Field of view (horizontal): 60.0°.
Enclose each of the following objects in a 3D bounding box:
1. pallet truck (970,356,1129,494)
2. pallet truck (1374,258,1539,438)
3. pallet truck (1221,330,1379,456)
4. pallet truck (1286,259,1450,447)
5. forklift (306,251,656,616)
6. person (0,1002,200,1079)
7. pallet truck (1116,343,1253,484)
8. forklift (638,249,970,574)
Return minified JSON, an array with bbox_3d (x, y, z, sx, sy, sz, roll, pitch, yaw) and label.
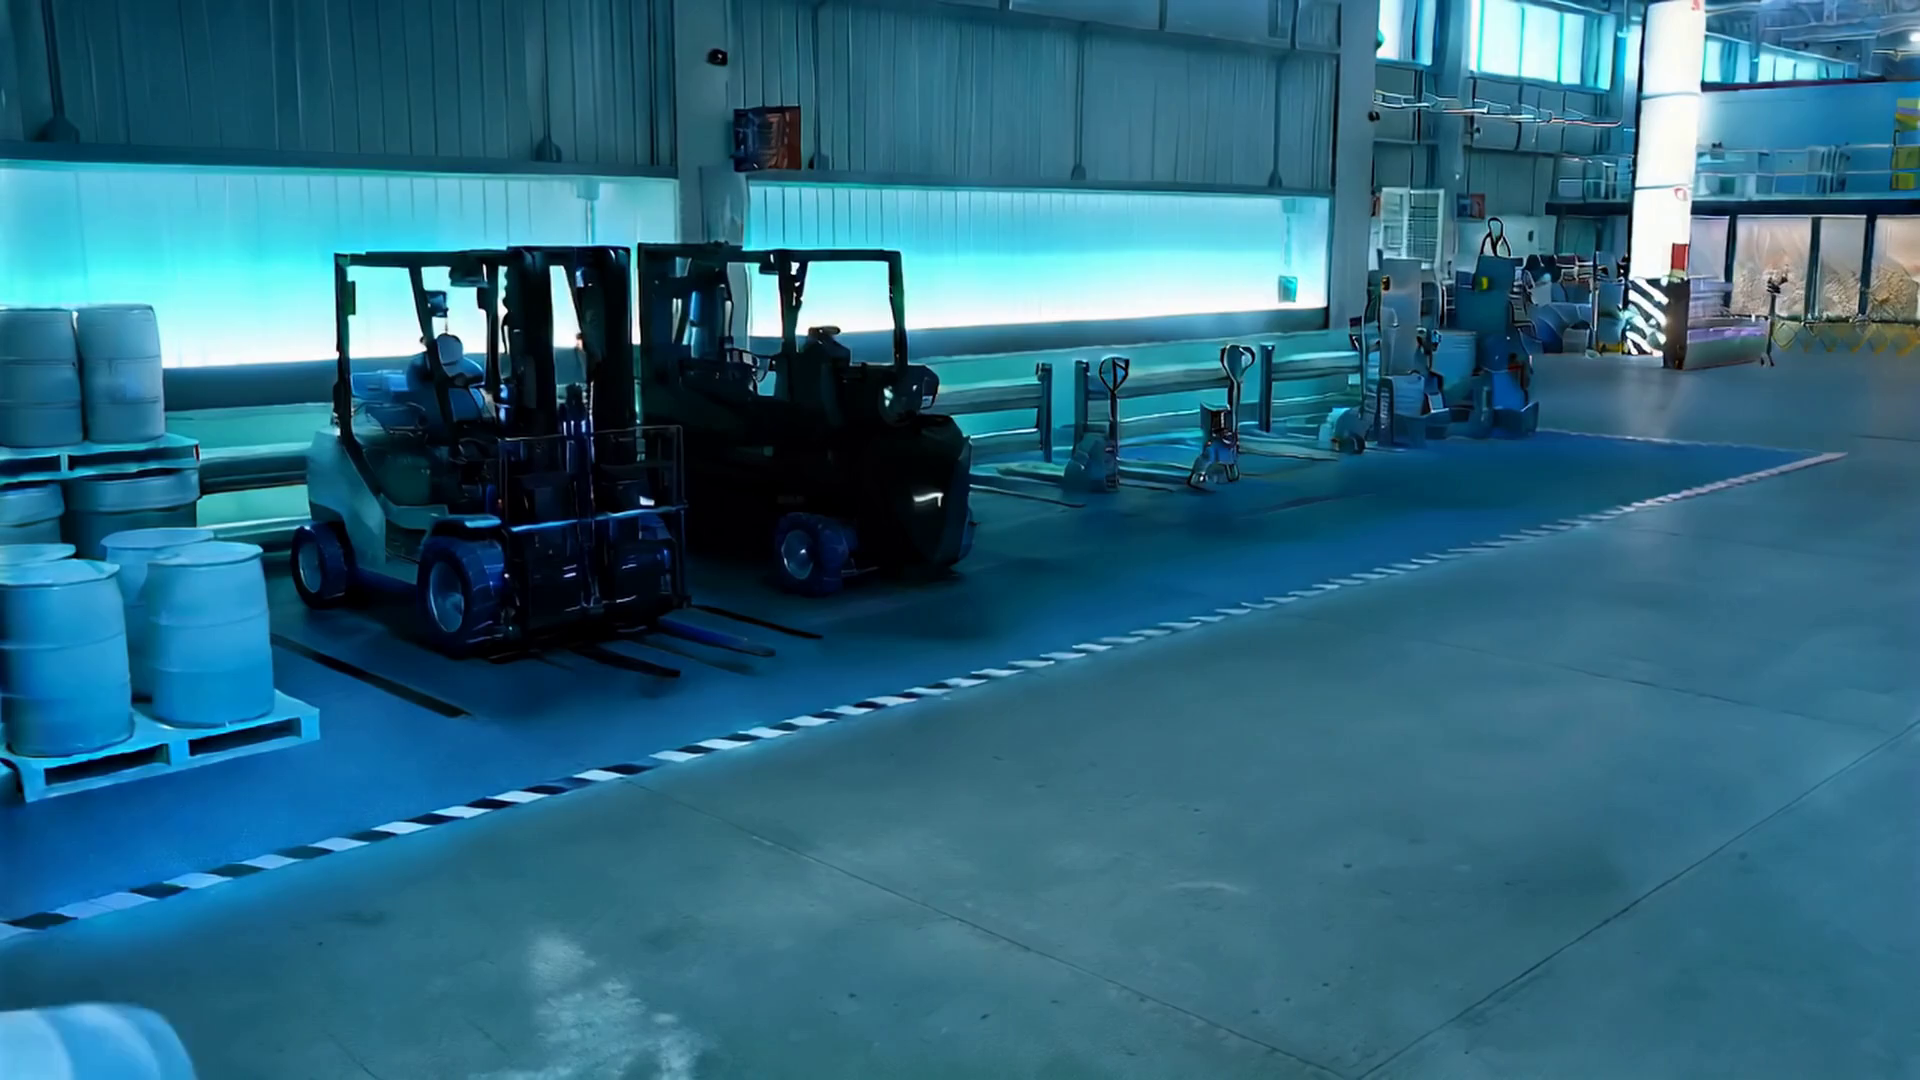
[{"bbox_3d":[0.784,-1.085,14.876,0.680,1.201,1.601,-10,14,-44],"label":"pallet truck"},{"bbox_3d":[5.704,-2.208,18.901,1.885,1.965,0.823,10,14,43],"label":"pallet truck"},{"bbox_3d":[3.563,-1.581,17.381,0.653,1.274,1.630,-10,14,-44],"label":"pallet truck"},{"bbox_3d":[4.493,-2.078,18.196,0.823,1.965,1.885,-9,14,-40],"label":"pallet truck"},{"bbox_3d":[-2.833,-0.669,9.694,1.157,1.987,2.680,-10,14,-44],"label":"forklift"},{"bbox_3d":[-1.088,1.046,1.712,0.615,1.789,0.639,-9,14,-41],"label":"person"},{"bbox_3d":[1.962,-1.215,15.415,1.522,1.261,0.704,10,14,43],"label":"pallet truck"},{"bbox_3d":[-1.173,-0.958,11.239,2.680,1.987,1.157,10,14,43],"label":"forklift"}]
